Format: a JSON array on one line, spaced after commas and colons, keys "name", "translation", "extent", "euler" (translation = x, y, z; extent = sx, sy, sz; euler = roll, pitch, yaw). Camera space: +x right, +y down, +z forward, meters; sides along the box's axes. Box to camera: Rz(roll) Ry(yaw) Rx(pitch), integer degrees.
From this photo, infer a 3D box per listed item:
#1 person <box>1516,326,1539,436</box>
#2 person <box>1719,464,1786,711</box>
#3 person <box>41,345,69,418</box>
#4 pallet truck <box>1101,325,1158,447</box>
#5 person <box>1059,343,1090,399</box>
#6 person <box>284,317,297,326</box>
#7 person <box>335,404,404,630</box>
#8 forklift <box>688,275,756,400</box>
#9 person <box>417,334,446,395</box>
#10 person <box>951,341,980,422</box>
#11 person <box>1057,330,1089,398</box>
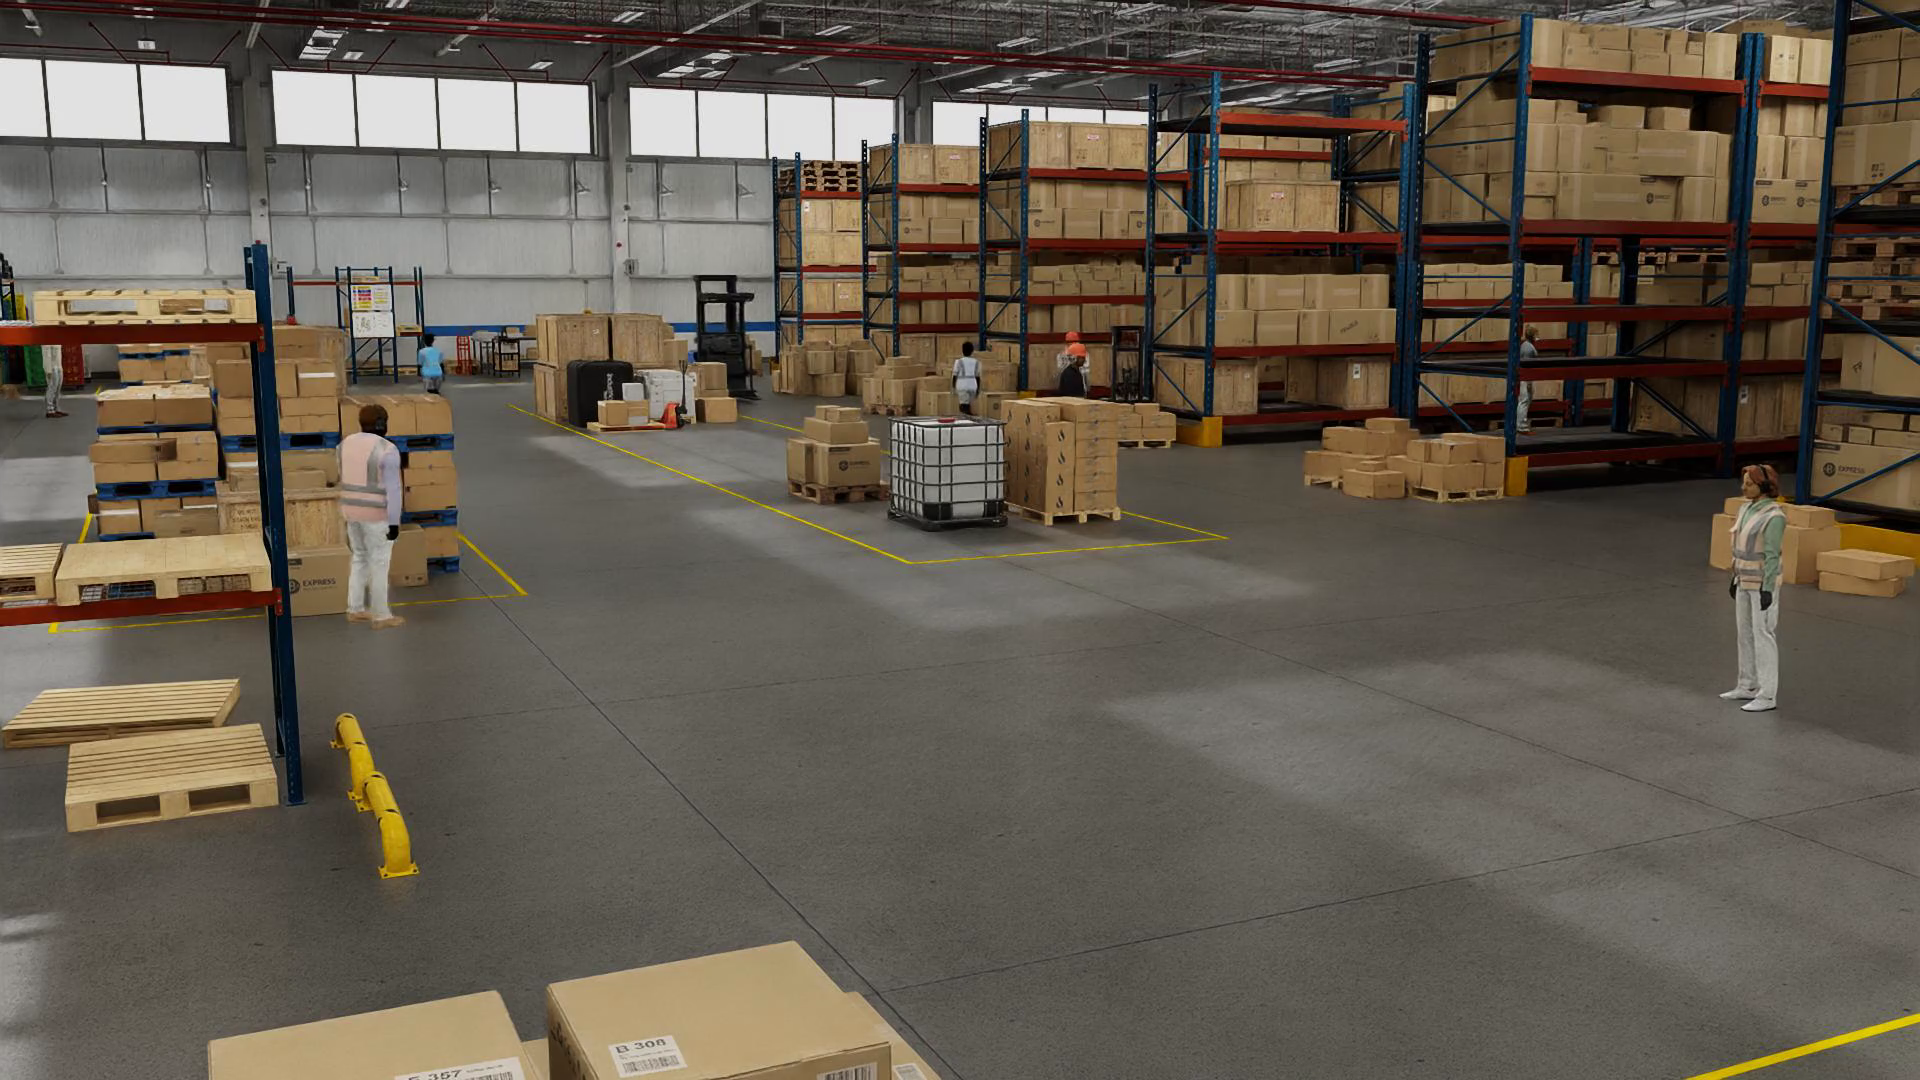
[{"name": "person", "translation": [10.013, -2.793, 29.333], "extent": [0.372, 1.940, 0.631], "euler": [2, 9, 13]}, {"name": "person", "translation": [5.275, 0.309, 11.036], "extent": [0.311, 1.632, 0.515], "euler": [0, 9, 1]}, {"name": "person", "translation": [-18.030, -3.387, 33.068], "extent": [0.363, 1.929, 0.627], "euler": [-2, 9, -10]}, {"name": "pallet truck", "translation": [2.881, -2.596, 27.923], "extent": [0.823, 1.965, 1.885], "euler": [-1, 9, -7]}, {"name": "person", "translation": [1.580, -1.615, 21.960], "extent": [0.977, 1.945, 0.638], "euler": [5, 10, 27]}, {"name": "person", "translation": [-14.766, -4.022, 37.066], "extent": [0.539, 1.902, 0.551], "euler": [-3, 10, -16]}, {"name": "person", "translation": [-4.785, -0.183, 13.538], "extent": [0.634, 1.826, 0.434], "euler": [4, 10, 23]}, {"name": "forklift", "translation": [-5.511, -4.583, 37.524], "extent": [1.129, 2.768, 1.873], "euler": [-5, 10, -29]}, {"name": "person", "translation": [-10.565, -3.273, 33.116], "extent": [0.545, 1.657, 0.848], "euler": [-7, 12, -38]}, {"name": "person", "translation": [0.158, -2.688, 29.499], "extent": [0.537, 1.670, 0.719], "euler": [-6, 11, -34]}, {"name": "person", "translation": [1.904, -2.590, 28.182], "extent": [0.550, 1.911, 0.848], "euler": [2, 9, 11]}]
